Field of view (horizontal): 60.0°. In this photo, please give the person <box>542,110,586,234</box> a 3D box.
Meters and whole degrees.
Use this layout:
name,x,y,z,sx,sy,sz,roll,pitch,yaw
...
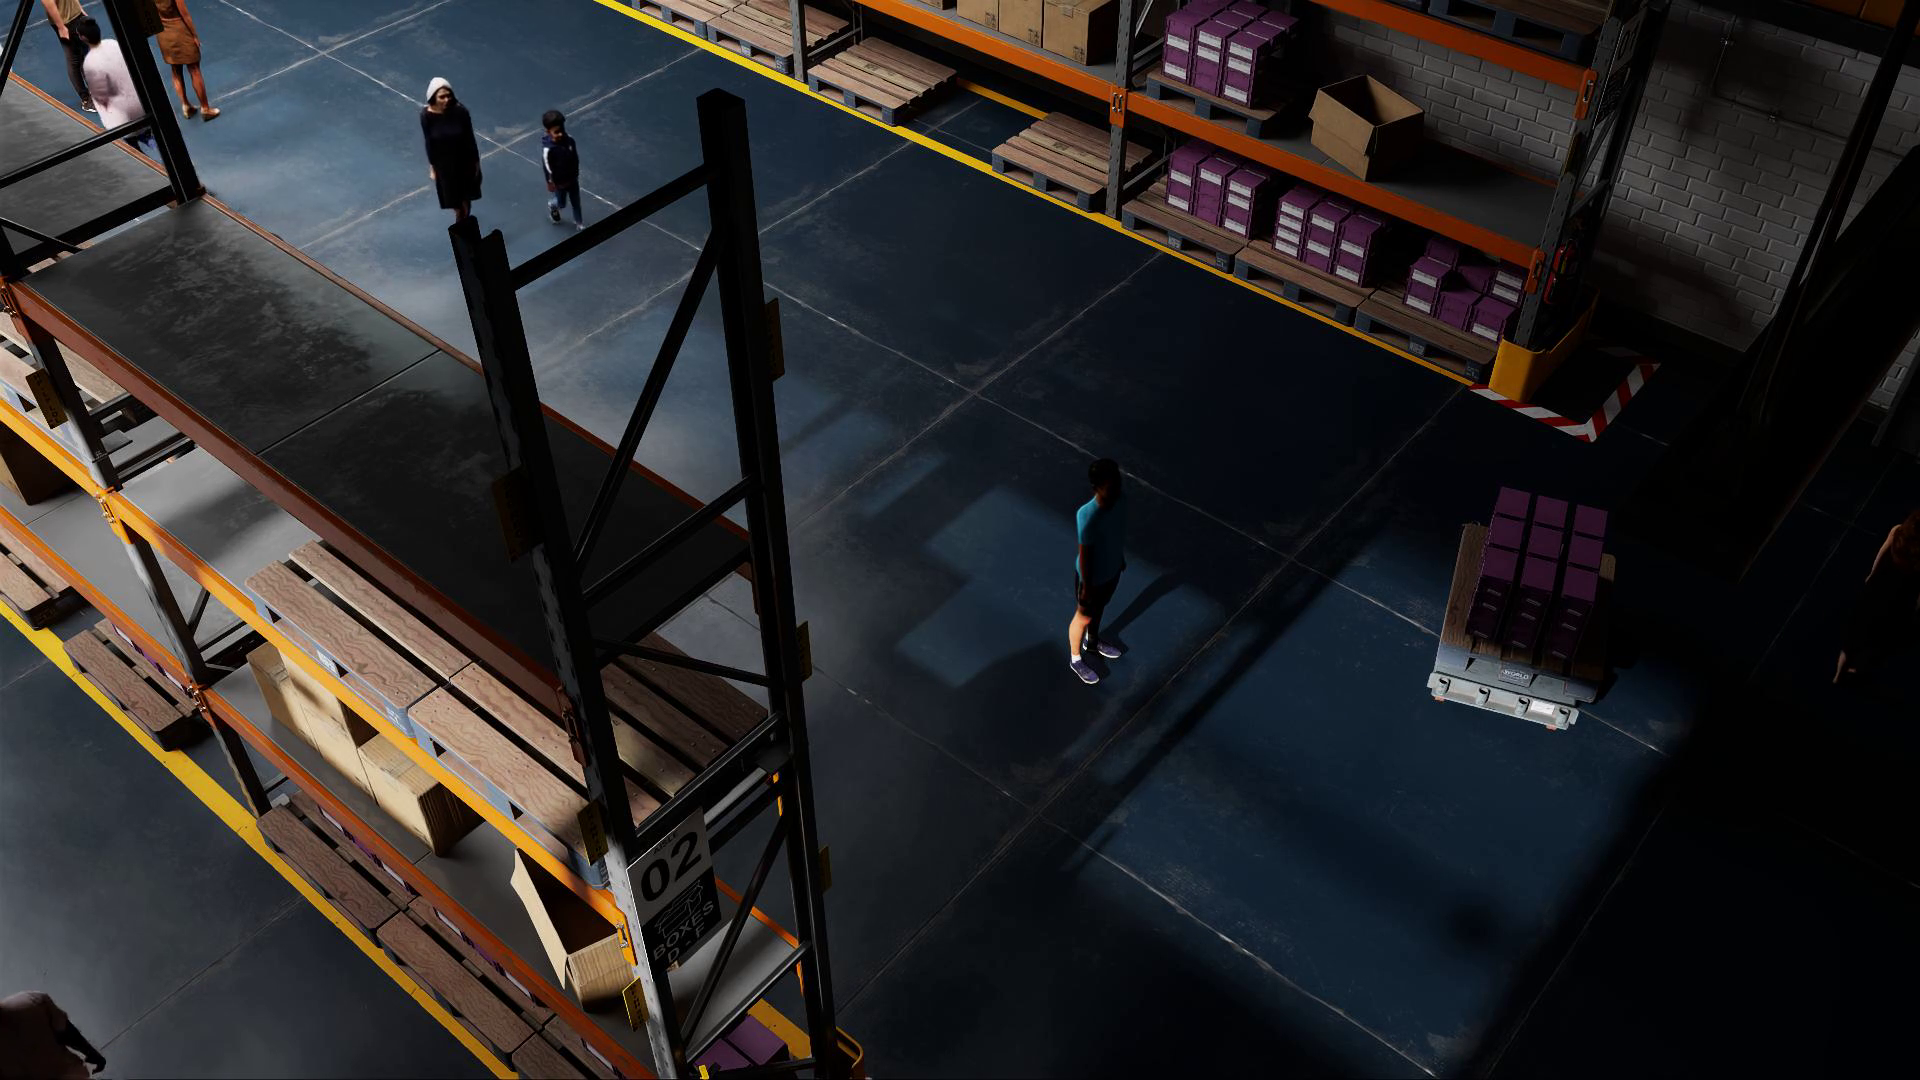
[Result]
name,x,y,z,sx,sy,sz,roll,pitch,yaw
person,-3.562,-3.287,14.837,0.735,1.211,0.543,34,53,30

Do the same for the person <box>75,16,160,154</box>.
name,x,y,z,sx,sy,sz,roll,pitch,yaw
person,-7.562,-3.964,15.172,0.965,1.728,0.845,16,46,16

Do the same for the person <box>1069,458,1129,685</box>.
name,x,y,z,sx,sy,sz,roll,pitch,yaw
person,0.888,0.176,10.792,0.534,1.777,0.626,26,50,25

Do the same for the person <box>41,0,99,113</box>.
name,x,y,z,sx,sy,sz,roll,pitch,yaw
person,-8.777,-5.134,16.311,0.785,1.852,0.749,1,44,1

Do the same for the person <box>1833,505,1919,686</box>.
name,x,y,z,sx,sy,sz,roll,pitch,yaw
person,5.927,0.395,10.677,0.734,1.618,0.646,-22,48,-22

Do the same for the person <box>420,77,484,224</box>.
name,x,y,z,sx,sy,sz,roll,pitch,yaw
person,-4.383,-3.239,14.422,0.884,1.715,1.146,-18,46,-18

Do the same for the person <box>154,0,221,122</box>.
name,x,y,z,sx,sy,sz,roll,pitch,yaw
person,-7.626,-4.887,16.174,0.588,1.684,0.699,9,44,9
